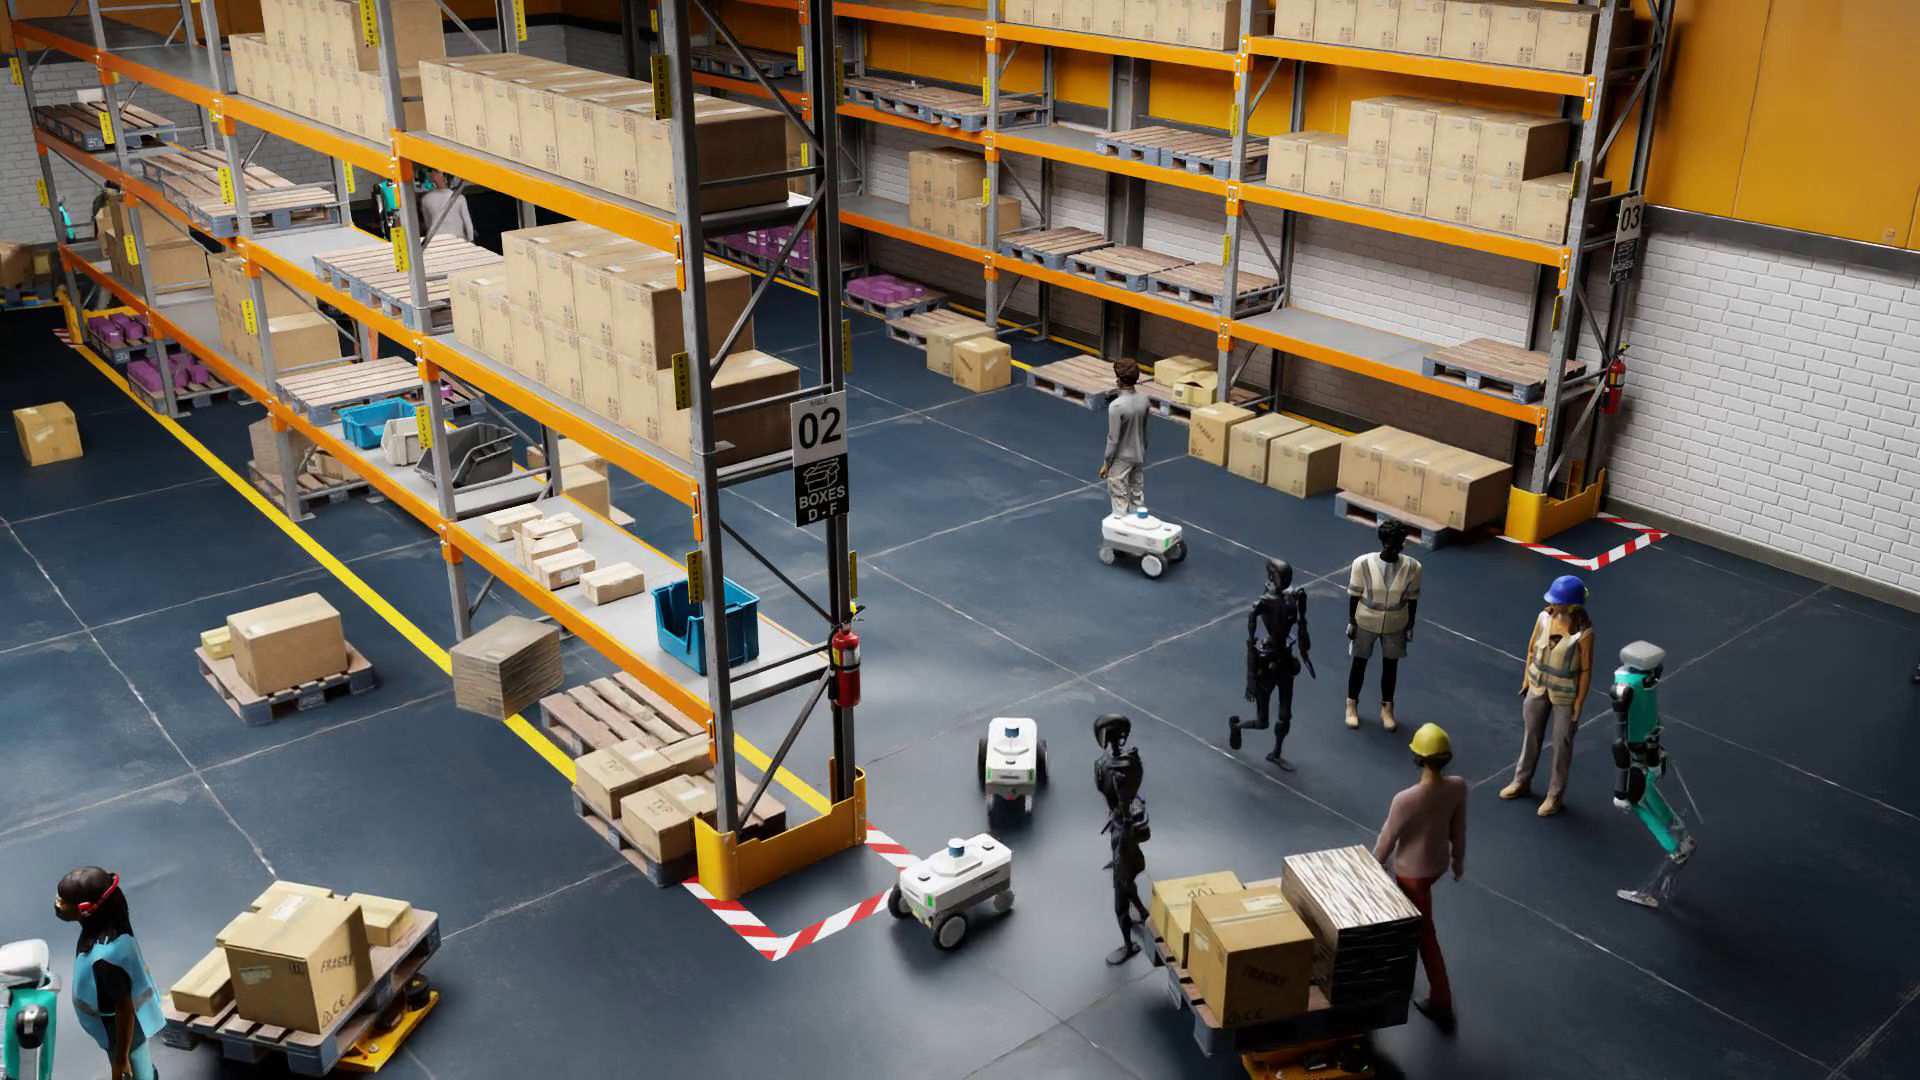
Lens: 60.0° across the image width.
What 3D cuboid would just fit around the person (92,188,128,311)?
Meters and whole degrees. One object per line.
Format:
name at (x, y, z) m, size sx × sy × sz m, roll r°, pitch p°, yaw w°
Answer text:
person at (-11.573, -3.856, 22.609) m, size 0.689 × 1.843 × 0.575 m, roll -13°, pitch 27°, yaw -28°

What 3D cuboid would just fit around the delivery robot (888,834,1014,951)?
delivery robot at (-0.039, 2.141, 10.328) m, size 0.779 × 0.597 × 0.499 m, roll -18°, pitch 29°, yaw -36°

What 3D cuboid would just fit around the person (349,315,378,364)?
person at (-7.227, -2.753, 20.138) m, size 0.503 × 1.759 × 0.325 m, roll 13°, pitch 27°, yaw 27°

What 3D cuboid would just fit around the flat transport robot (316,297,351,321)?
flat transport robot at (-8.308, -3.176, 22.998) m, size 1.431 × 0.231 × 0.659 m, roll 4°, pitch 24°, yaw 10°

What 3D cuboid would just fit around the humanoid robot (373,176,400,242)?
humanoid robot at (-8.060, -4.469, 23.971) m, size 0.533 × 1.677 × 0.735 m, roll -12°, pitch 26°, yaw -25°

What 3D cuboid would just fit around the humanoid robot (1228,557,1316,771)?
humanoid robot at (2.226, 0.851, 11.909) m, size 0.596 × 1.645 × 0.528 m, roll -15°, pitch 27°, yaw -30°

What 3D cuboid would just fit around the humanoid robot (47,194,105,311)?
humanoid robot at (-11.920, -3.820, 22.702) m, size 0.707 × 1.832 × 0.541 m, roll -13°, pitch 26°, yaw -27°

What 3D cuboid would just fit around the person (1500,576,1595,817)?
person at (4.038, 1.045, 11.320) m, size 0.323 × 1.776 × 0.463 m, roll -18°, pitch 29°, yaw -35°

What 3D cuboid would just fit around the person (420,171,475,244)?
person at (-7.200, -4.267, 23.495) m, size 0.664 × 1.883 × 0.432 m, roll -2°, pitch 23°, yaw -4°

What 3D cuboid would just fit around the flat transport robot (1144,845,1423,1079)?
flat transport robot at (1.771, 2.617, 9.584) m, size 0.659 × 0.231 × 1.431 m, roll -6°, pitch 24°, yaw -13°

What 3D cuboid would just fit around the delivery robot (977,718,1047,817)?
delivery robot at (0.364, 1.549, 11.704) m, size 0.499 × 0.601 × 0.775 m, roll 1°, pitch 23°, yaw 3°

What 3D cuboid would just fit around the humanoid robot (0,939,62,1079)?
humanoid robot at (-4.491, 2.716, 7.610) m, size 0.929 × 1.777 × 0.538 m, roll -11°, pitch 26°, yaw -24°

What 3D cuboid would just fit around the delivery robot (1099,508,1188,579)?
delivery robot at (1.695, 0.010, 15.282) m, size 0.796 × 0.612 × 0.499 m, roll 14°, pitch 27°, yaw 30°

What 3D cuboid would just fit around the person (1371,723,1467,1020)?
person at (2.621, 1.854, 9.538) m, size 0.531 × 1.712 × 0.932 m, roll -15°, pitch 27°, yaw -30°

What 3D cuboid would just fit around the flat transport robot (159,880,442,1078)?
flat transport robot at (-3.795, 2.653, 9.499) m, size 1.431 × 0.231 × 0.659 m, roll 6°, pitch 24°, yaw 14°

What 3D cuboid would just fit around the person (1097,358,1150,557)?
person at (1.538, -0.758, 15.346) m, size 0.529 × 1.898 × 0.396 m, roll -19°, pitch 30°, yaw -36°

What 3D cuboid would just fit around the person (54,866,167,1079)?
person at (-4.077, 2.390, 8.096) m, size 0.391 × 1.866 × 0.519 m, roll -13°, pitch 27°, yaw -28°

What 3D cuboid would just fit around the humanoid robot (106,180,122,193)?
humanoid robot at (-12.112, -4.404, 24.103) m, size 0.601 × 1.663 × 0.583 m, roll 16°, pitch 28°, yaw 33°

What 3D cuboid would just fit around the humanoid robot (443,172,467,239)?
humanoid robot at (-7.467, -4.591, 24.490) m, size 0.599 × 1.648 × 0.331 m, roll 19°, pitch 30°, yaw 37°

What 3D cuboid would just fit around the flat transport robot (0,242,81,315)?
flat transport robot at (-13.252, -3.398, 23.512) m, size 1.431 × 0.231 × 0.659 m, roll -10°, pitch 25°, yaw -22°

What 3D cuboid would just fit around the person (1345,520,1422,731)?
person at (3.137, 0.628, 12.396) m, size 0.531 × 1.694 × 0.319 m, roll 2°, pitch 23°, yaw 5°

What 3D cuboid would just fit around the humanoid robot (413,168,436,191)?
humanoid robot at (-8.807, -6.036, 27.892) m, size 0.730 × 1.881 × 0.540 m, roll 8°, pitch 25°, yaw 18°

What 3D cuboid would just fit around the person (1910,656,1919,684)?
person at (7.819, 0.263, 12.953) m, size 0.546 × 1.926 × 0.388 m, roll 13°, pitch 27°, yaw 27°

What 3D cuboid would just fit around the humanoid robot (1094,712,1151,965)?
humanoid robot at (1.007, 1.740, 9.849) m, size 0.475 × 1.644 × 0.613 m, roll 0°, pitch 23°, yaw -1°

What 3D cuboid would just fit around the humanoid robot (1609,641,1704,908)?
humanoid robot at (4.339, 1.541, 10.259) m, size 0.772 × 1.795 × 0.536 m, roll 20°, pitch 31°, yaw 39°
